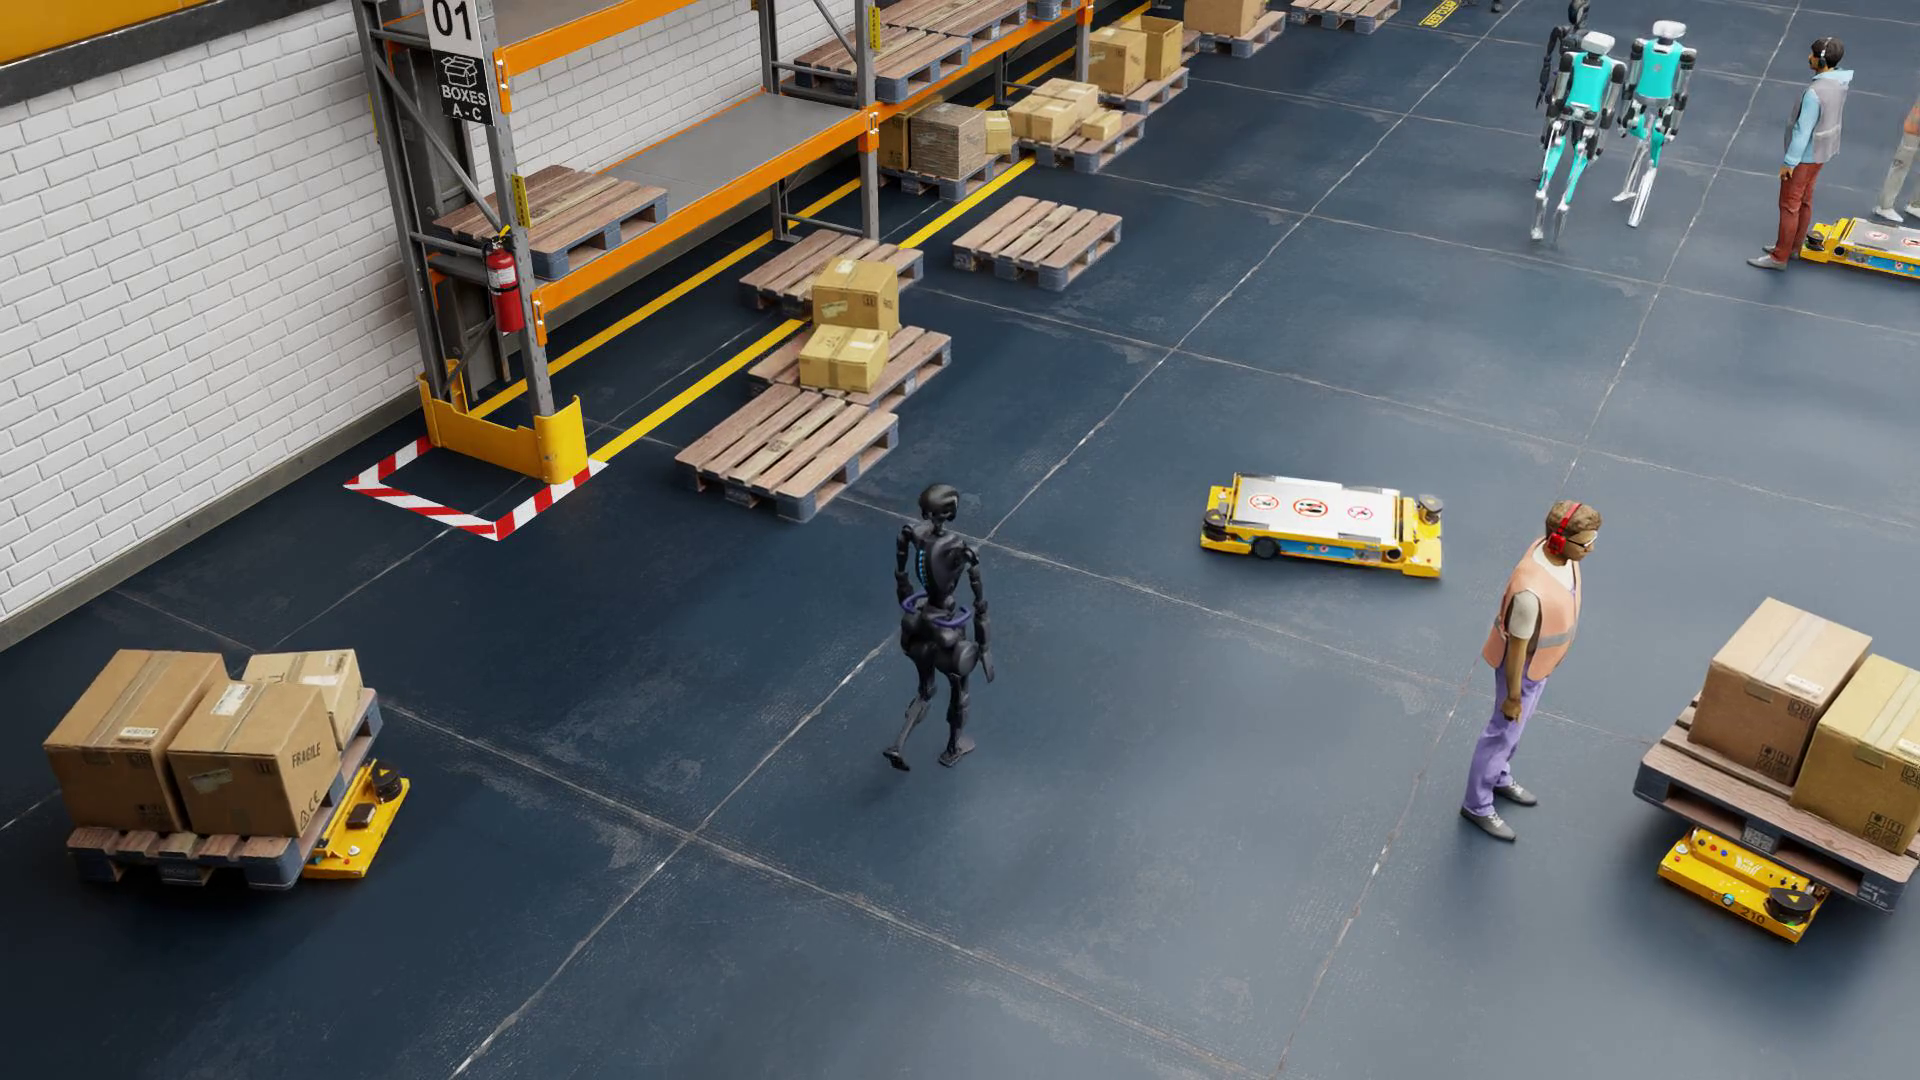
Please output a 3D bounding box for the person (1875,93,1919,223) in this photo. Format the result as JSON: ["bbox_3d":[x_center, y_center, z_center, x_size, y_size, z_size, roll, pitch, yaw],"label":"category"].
[{"bbox_3d":[8.278,-3.452,14.139,0.524,1.618,0.574,-23,40,-30],"label":"person"}]

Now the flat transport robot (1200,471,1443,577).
[{"bbox_3d":[2.244,-0.103,10.304,1.431,0.231,0.659,7,34,11],"label":"flat transport robot"}]

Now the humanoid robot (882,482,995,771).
[{"bbox_3d":[-0.139,0.481,8.145,0.600,1.635,0.545,23,40,31],"label":"humanoid robot"}]

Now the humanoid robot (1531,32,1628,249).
[{"bbox_3d":[4.987,-3.160,13.682,0.556,1.885,0.749,19,38,27],"label":"humanoid robot"}]

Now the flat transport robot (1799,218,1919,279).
[{"bbox_3d":[7.771,-2.361,13.719,1.431,0.231,0.659,20,38,27],"label":"flat transport robot"}]

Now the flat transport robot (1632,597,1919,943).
[{"bbox_3d":[4.025,1.354,8.100,0.659,0.231,1.431,27,42,34],"label":"flat transport robot"}]

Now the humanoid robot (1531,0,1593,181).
[{"bbox_3d":[5.570,-4.098,15.096,0.669,1.631,0.587,-26,42,-34],"label":"humanoid robot"}]

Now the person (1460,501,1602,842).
[{"bbox_3d":[2.656,0.590,7.836,0.376,1.836,0.558,20,38,27],"label":"person"}]

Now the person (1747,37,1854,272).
[{"bbox_3d":[6.809,-3.087,13.371,0.416,1.870,0.535,27,42,35],"label":"person"}]

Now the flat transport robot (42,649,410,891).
[{"bbox_3d":[-3.510,1.335,8.128,1.431,0.231,0.659,2,34,3],"label":"flat transport robot"}]

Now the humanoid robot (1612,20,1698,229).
[{"bbox_3d":[5.980,-3.629,14.325,0.532,1.778,0.870,21,39,29],"label":"humanoid robot"}]

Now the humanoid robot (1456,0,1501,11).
[{"bbox_3d":[6.275,-7.119,19.635,0.610,1.636,0.387,27,42,34],"label":"humanoid robot"}]
